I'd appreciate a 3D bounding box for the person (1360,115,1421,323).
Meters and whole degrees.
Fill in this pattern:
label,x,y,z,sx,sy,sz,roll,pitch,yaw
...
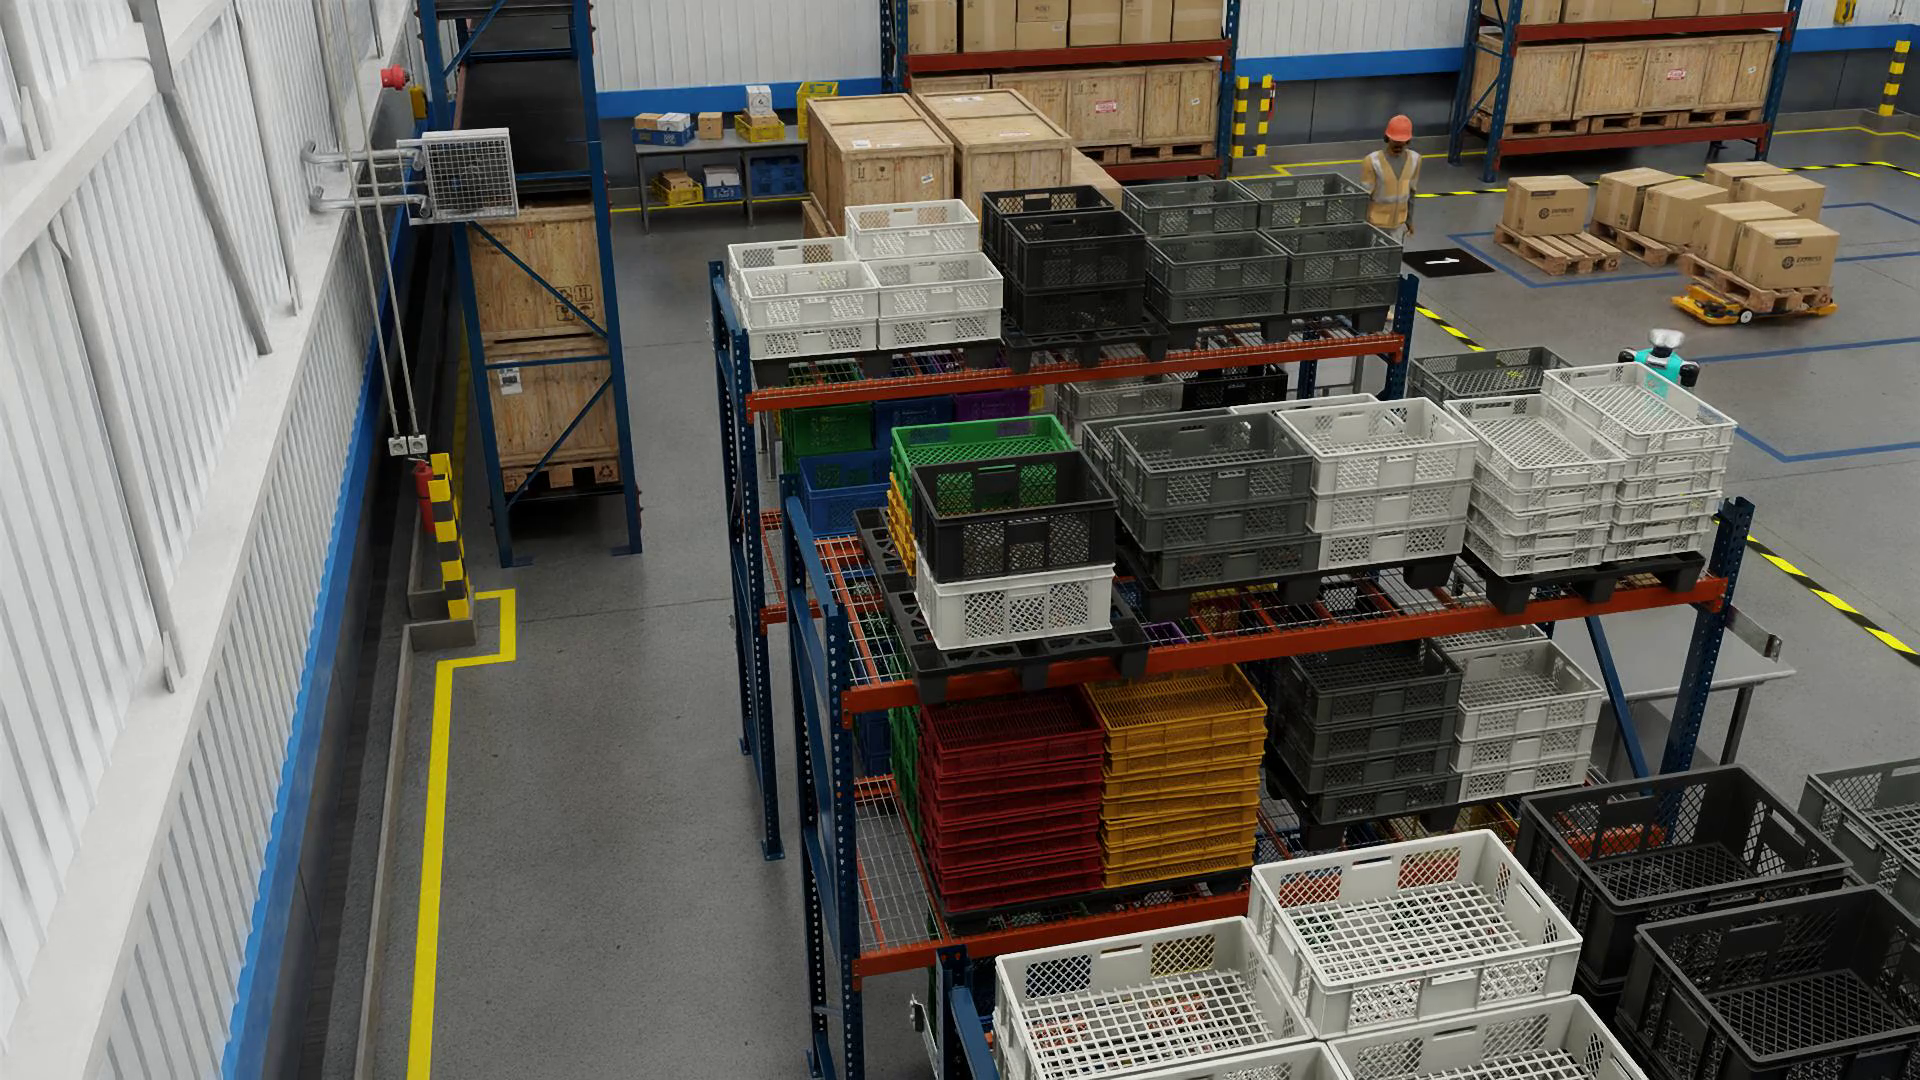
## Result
label,x,y,z,sx,sy,sz,roll,pitch,yaw
person,4.100,-3.059,15.951,0.613,2.039,0.384,-8,29,-14

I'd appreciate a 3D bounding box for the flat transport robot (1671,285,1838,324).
label,x,y,z,sx,sy,sz,roll,pitch,yaw
flat transport robot,7.926,-2.404,16.578,1.431,0.197,0.652,-6,28,-12

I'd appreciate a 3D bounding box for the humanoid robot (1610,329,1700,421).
label,x,y,z,sx,sy,sz,roll,pitch,yaw
humanoid robot,4.888,-0.779,11.800,0.533,1.681,0.735,16,32,28

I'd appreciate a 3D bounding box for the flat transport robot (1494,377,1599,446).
label,x,y,z,sx,sy,sz,roll,pitch,yaw
flat transport robot,4.780,-1.036,14.013,0.659,0.231,1.431,-6,28,-12
